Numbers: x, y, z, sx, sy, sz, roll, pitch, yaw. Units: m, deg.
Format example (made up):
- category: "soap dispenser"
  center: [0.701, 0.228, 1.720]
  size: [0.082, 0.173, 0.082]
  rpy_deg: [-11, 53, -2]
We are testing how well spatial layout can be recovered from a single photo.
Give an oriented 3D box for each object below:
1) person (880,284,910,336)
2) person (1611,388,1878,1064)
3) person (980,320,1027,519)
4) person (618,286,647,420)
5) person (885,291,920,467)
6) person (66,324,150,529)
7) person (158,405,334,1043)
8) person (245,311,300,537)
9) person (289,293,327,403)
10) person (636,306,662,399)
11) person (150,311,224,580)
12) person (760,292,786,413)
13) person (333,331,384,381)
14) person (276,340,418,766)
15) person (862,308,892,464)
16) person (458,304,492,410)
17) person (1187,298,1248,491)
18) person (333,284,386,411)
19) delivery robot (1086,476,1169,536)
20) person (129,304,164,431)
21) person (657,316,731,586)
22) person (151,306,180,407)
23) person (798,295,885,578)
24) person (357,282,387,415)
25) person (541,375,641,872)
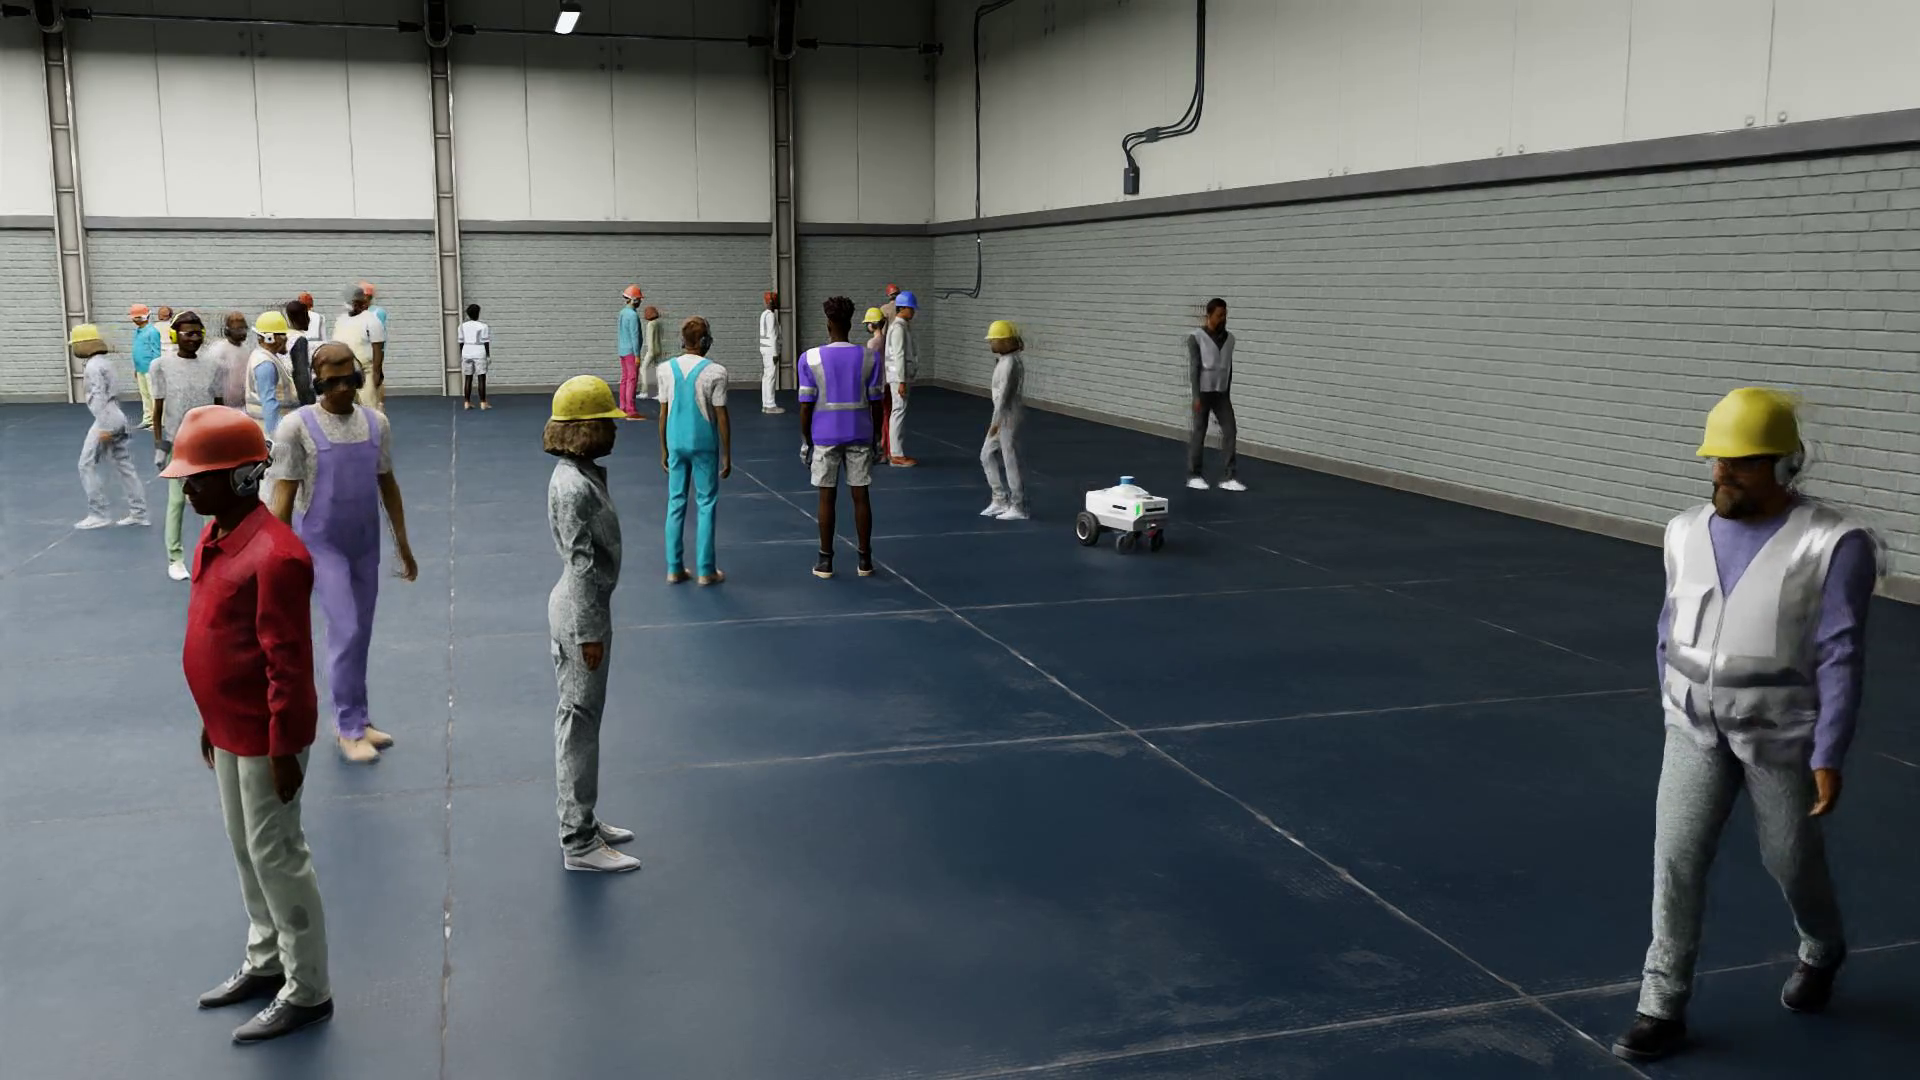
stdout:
- category: "person"
  center: [-1.176, -3.607, 29.963]
  size: [0.608, 1.996, 0.375]
  rpy_deg: [-5, 10, -31]
- category: "person"
  center: [2.165, 0.484, 4.503]
  size: [0.862, 1.802, 0.593]
  rpy_deg: [-7, 11, -37]
- category: "person"
  center: [0.347, -1.024, 14.337]
  size: [0.539, 1.723, 0.485]
  rpy_deg: [0, 9, -3]
- category: "person"
  center: [-4.847, -2.765, 24.640]
  size: [0.416, 1.985, 0.611]
  rpy_deg: [-5, 10, -29]
- category: "person"
  center: [-0.638, -1.788, 18.514]
  size: [0.399, 1.943, 0.615]
  rpy_deg: [0, 9, -1]
- category: "person"
  center: [-7.160, -0.941, 13.887]
  size: [0.655, 1.699, 0.505]
  rpy_deg: [-2, 9, -14]
- category: "person"
  center: [-1.970, 0.499, 4.577]
  size: [0.351, 1.743, 0.572]
  rpy_deg: [-8, 12, -41]
- category: "person"
  center: [-5.512, -0.916, 13.361]
  size: [0.405, 1.824, 0.585]
  rpy_deg: [-4, 10, -24]
- category: "person"
  center: [-9.794, -2.767, 25.002]
  size: [0.366, 1.880, 0.582]
  rpy_deg: [7, 11, 39]
- category: "person"
  center: [-5.395, -3.231, 28.759]
  size: [0.677, 1.606, 0.535]
  rpy_deg: [2, 9, 10]
- category: "person"
  center: [-5.347, -0.658, 11.591]
  size: [0.518, 1.861, 0.324]
  rpy_deg: [-8, 12, -40]
- category: "person"
  center: [-2.933, -2.913, 25.892]
  size: [0.341, 1.882, 0.587]
  rpy_deg: [-3, 9, -18]
- category: "person"
  center: [-7.699, -2.187, 21.392]
  size: [0.429, 1.844, 0.626]
  rpy_deg: [8, 12, 41]
- category: "person"
  center: [-2.635, 0.053, 7.170]
  size: [0.476, 1.834, 0.588]
  rpy_deg: [6, 11, 35]
- category: "person"
  center: [-0.931, -1.736, 18.789]
  size: [0.346, 1.760, 0.528]
  rpy_deg: [3, 9, 20]
- category: "person"
  center: [-7.740, -2.913, 26.515]
  size: [0.537, 1.692, 0.320]
  rpy_deg: [2, 9, 15]
- category: "person"
  center: [2.509, -1.410, 16.302]
  size: [0.604, 1.890, 0.797]
  rpy_deg: [-5, 10, -29]
- category: "person"
  center: [-7.206, -2.038, 19.811]
  size: [0.713, 2.000, 0.535]
  rpy_deg: [4, 10, 24]
- category: "delivery robot"
  center: [1.287, -0.247, 12.810]
  size: [0.477, 0.478, 0.707]
  rpy_deg: [-6, 10, -31]
- category: "person"
  center: [-11.218, -2.374, 22.897]
  size: [0.563, 1.742, 0.338]
  rpy_deg: [6, 11, 36]
- category: "person"
  center: [-1.795, -0.596, 11.276]
  size: [0.515, 1.835, 0.355]
  rpy_deg: [2, 9, 14]
- category: "person"
  center: [-12.857, -2.965, 26.999]
  size: [0.518, 1.639, 0.312]
  rpy_deg: [-1, 9, -7]
- category: "person"
  center: [-0.825, -0.714, 11.596]
  size: [0.607, 1.966, 0.367]
  rpy_deg: [-2, 9, -12]
- category: "person"
  center: [-8.988, -2.888, 25.227]
  size: [0.615, 2.040, 0.392]
  rpy_deg: [4, 10, 24]
- category: "person"
  center: [-1.309, 0.291, 5.900]
  size: [0.295, 1.744, 0.484]
  rpy_deg: [-2, 9, -13]
